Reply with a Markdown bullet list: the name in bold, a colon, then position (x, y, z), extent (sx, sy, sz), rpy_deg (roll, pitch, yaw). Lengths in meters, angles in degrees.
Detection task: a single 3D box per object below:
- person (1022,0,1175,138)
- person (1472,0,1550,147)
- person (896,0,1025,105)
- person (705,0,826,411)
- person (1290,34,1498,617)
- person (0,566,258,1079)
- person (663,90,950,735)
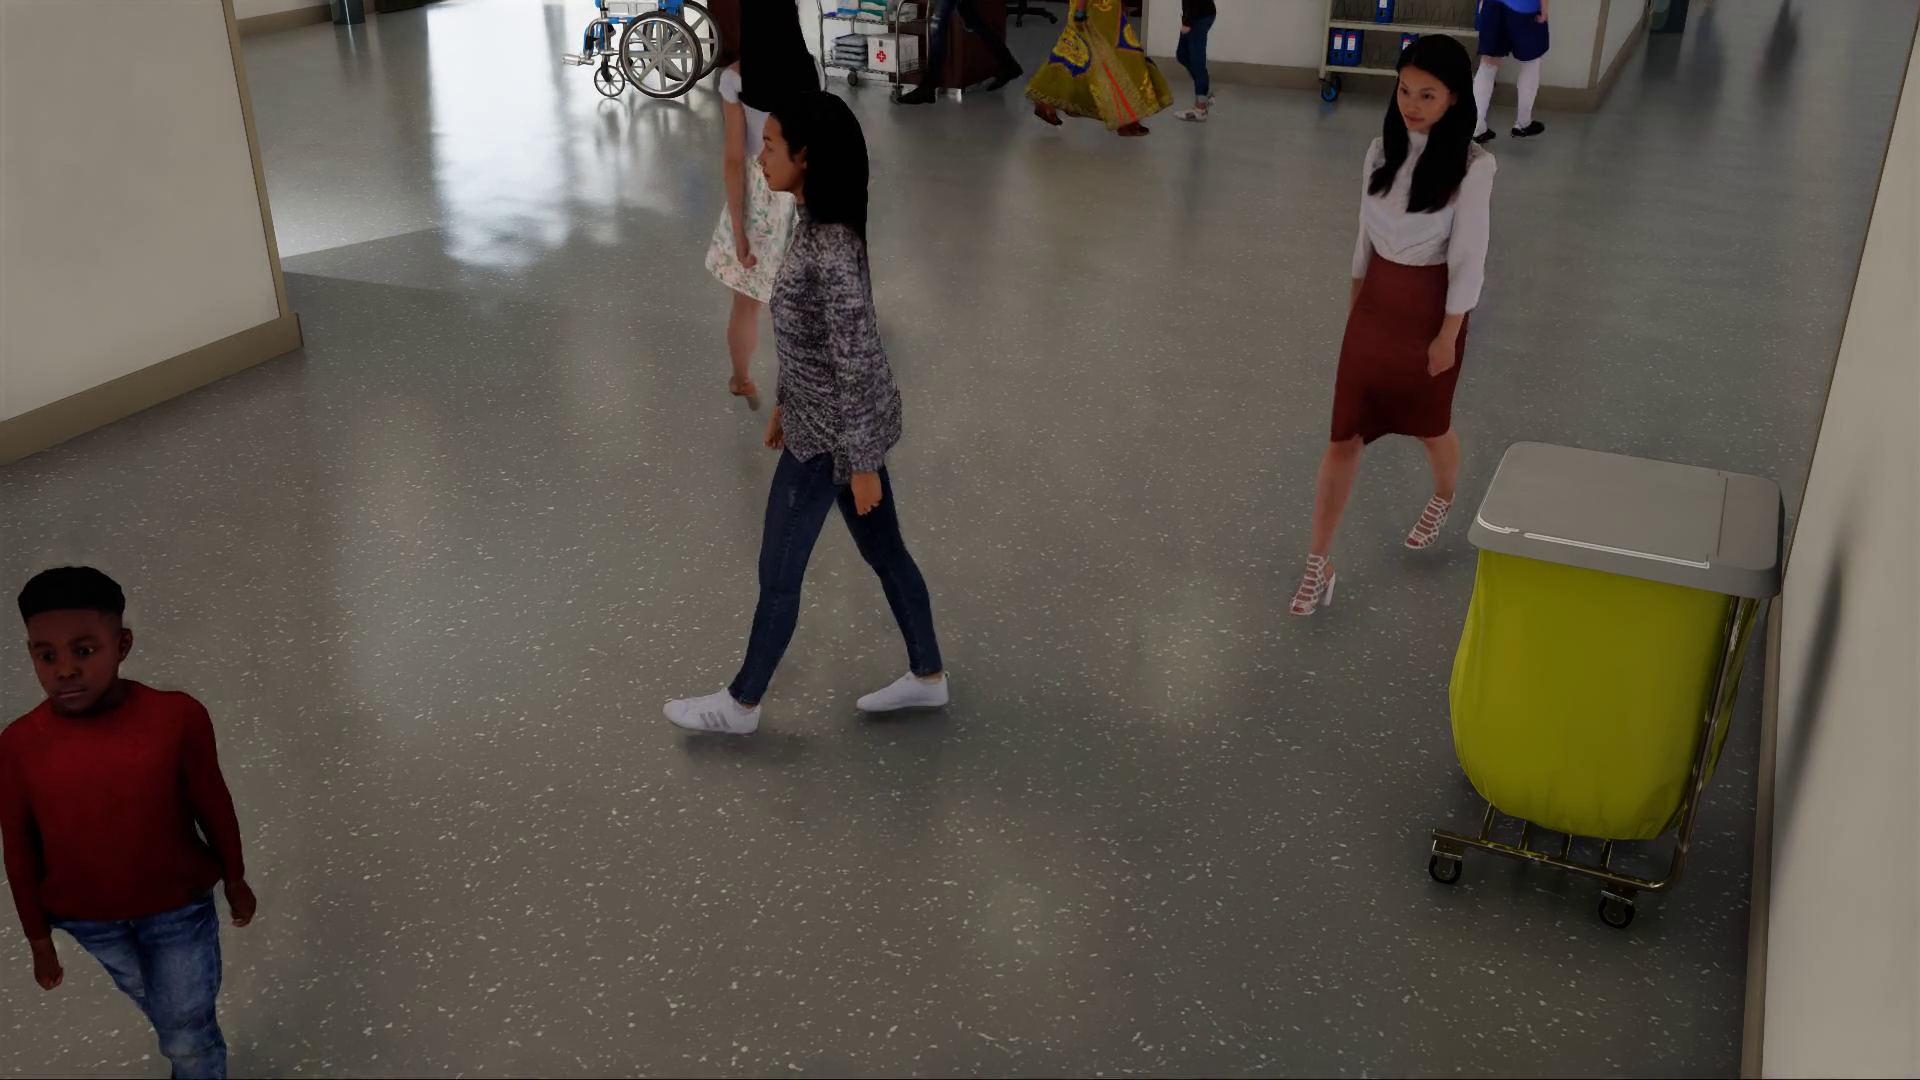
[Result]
- **person**: position (0.825, -3.534, 11.155), extent (1.337, 1.619, 0.810), rpy_deg (10, 27, 19)
- **person**: position (3.544, -3.460, 10.789), extent (0.940, 1.805, 0.926), rpy_deg (23, 34, 39)
- **person**: position (0.071, -4.088, 12.046), extent (1.341, 1.844, 1.294), rpy_deg (-9, 27, -18)
- **person**: position (-0.583, -1.041, 5.871), extent (1.136, 1.719, 1.233), rpy_deg (-10, 28, -21)
- **person**: position (1.406, -0.620, 5.016), extent (0.951, 1.703, 1.118), rpy_deg (-22, 33, -38)
- **person**: position (-1.491, 0.606, 3.023), extent (0.861, 1.226, 0.877), rpy_deg (-6, 26, -12)
- **person**: position (-0.219, -0.270, 4.293), extent (1.124, 1.701, 0.953), rpy_deg (-2, 26, -5)
